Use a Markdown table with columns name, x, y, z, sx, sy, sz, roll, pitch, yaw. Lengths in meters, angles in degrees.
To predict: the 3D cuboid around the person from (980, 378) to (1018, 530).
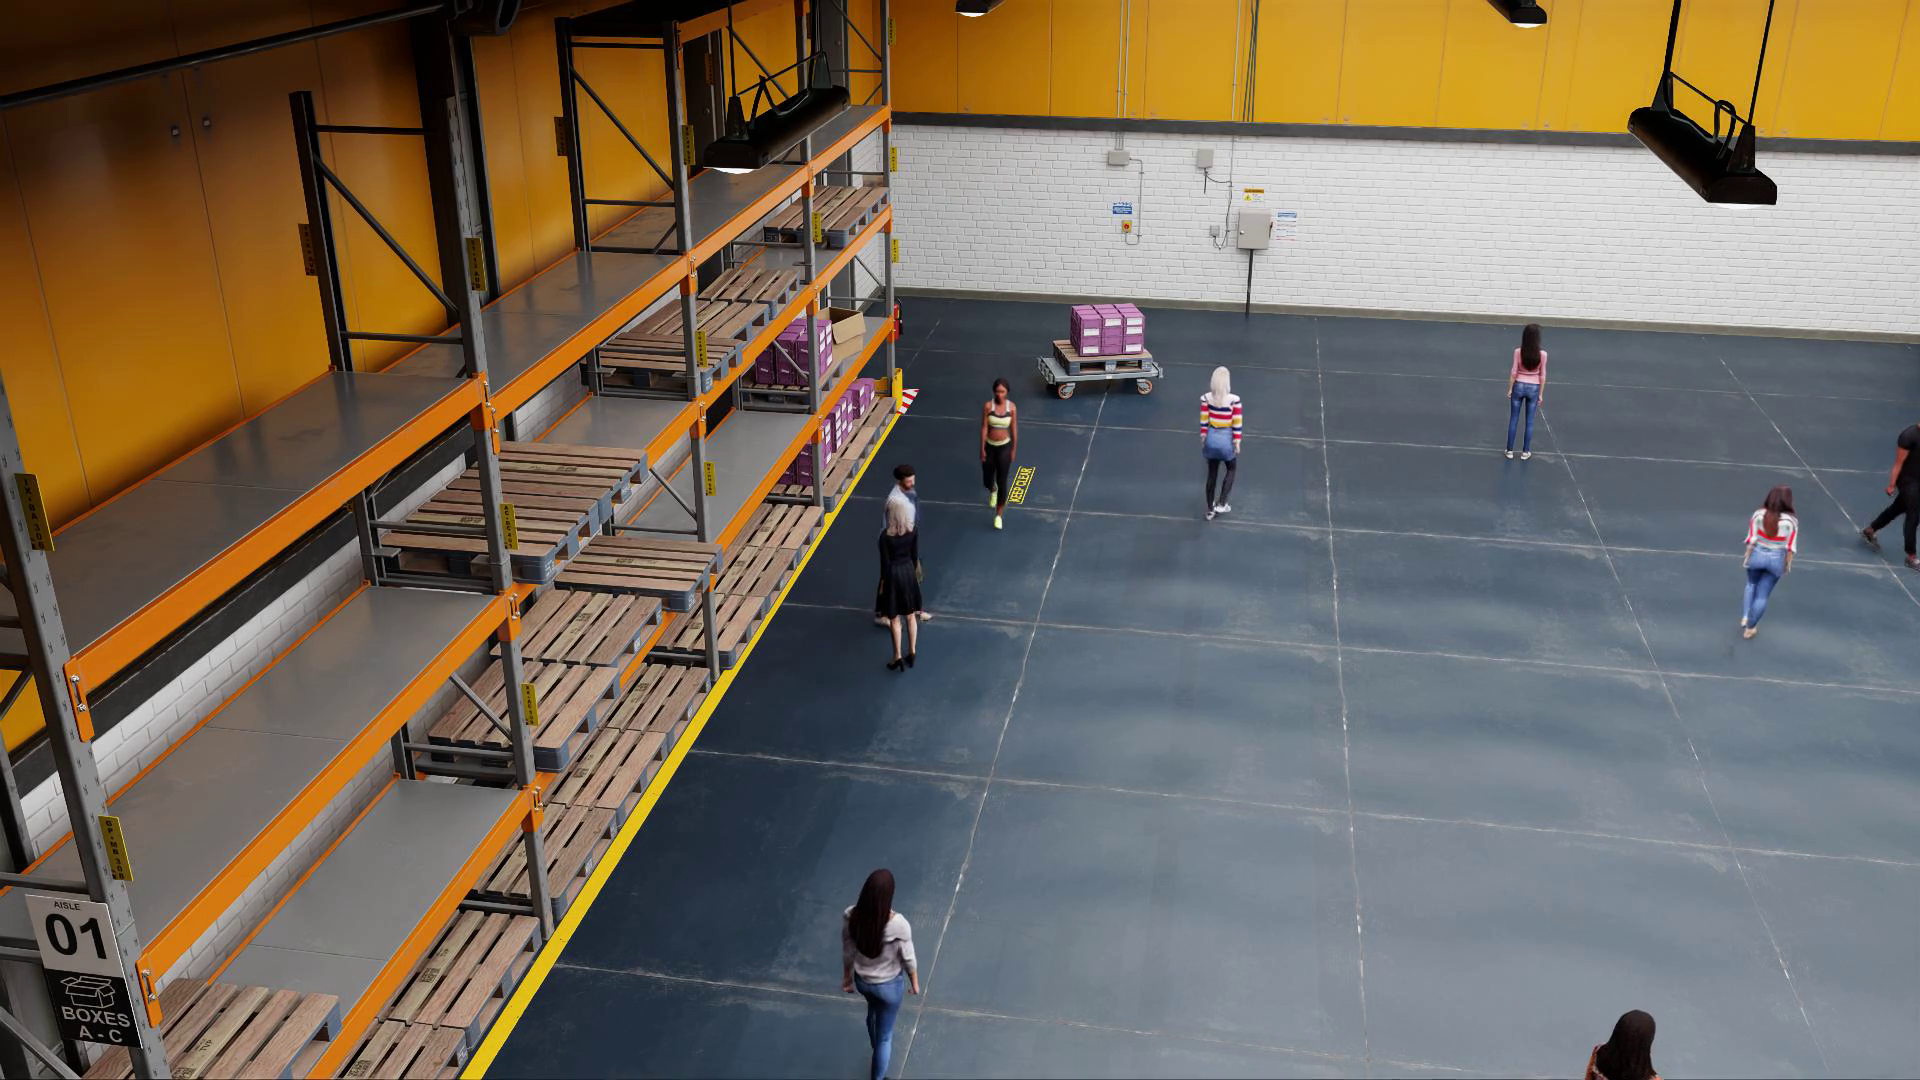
| name | x | y | z | sx | sy | sz | roll | pitch | yaw |
| --- | --- | --- | --- | --- | --- | --- | --- | --- | --- |
| person | 0.426 | -1.035 | 18.963 | 0.637 | 1.742 | 0.923 | 1 | 24 | 2 |

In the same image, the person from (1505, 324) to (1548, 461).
| name | x | y | z | sx | sy | sz | roll | pitch | yaw |
| --- | --- | --- | --- | --- | --- | --- | --- | --- | --- |
| person | 7.099 | -1.871 | 20.874 | 0.607 | 1.743 | 0.561 | 8 | 25 | 18 |

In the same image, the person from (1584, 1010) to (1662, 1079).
| name | x | y | z | sx | sy | sz | roll | pitch | yaw |
| --- | --- | --- | --- | --- | --- | --- | --- | --- | --- |
| person | 3.533 | 3.326 | 9.140 | 0.892 | 1.620 | 0.996 | 20 | 30 | 38 |

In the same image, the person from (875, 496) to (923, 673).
| name | x | y | z | sx | sy | sz | roll | pitch | yaw |
| --- | --- | --- | --- | --- | --- | --- | --- | --- | --- |
| person | -0.578 | 0.408 | 15.659 | 0.699 | 1.746 | 0.758 | -15 | 28 | -31 |

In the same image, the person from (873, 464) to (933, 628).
| name | x | y | z | sx | sy | sz | roll | pitch | yaw |
| --- | --- | --- | --- | --- | --- | --- | --- | --- | --- |
| person | -0.663 | 0.055 | 16.433 | 0.802 | 1.773 | 0.778 | 4 | 24 | 9 |

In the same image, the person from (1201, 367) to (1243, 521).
| name | x | y | z | sx | sy | sz | roll | pitch | yaw |
| --- | --- | --- | --- | --- | --- | --- | --- | --- | --- |
| person | 2.932 | -1.077 | 18.992 | 0.764 | 1.796 | 0.760 | 13 | 27 | 27 |

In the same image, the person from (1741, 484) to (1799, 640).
| name | x | y | z | sx | sy | sz | roll | pitch | yaw |
| --- | --- | --- | --- | --- | --- | --- | --- | --- | --- |
| person | 7.852 | 0.234 | 16.236 | 0.710 | 1.601 | 0.738 | 18 | 29 | 36 |

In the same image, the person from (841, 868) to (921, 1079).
| name | x | y | z | sx | sy | sz | roll | pitch | yaw |
| --- | --- | --- | --- | --- | --- | --- | --- | --- | --- |
| person | -0.537 | 2.811 | 10.329 | 0.707 | 1.612 | 0.782 | 10 | 26 | 22 |

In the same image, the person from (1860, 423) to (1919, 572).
| name | x | y | z | sx | sy | sz | roll | pitch | yaw |
| --- | --- | --- | --- | --- | --- | --- | --- | --- | --- |
| person | 10.222 | -0.632 | 17.999 | 1.056 | 1.776 | 1.293 | -7 | 25 | -16 |
